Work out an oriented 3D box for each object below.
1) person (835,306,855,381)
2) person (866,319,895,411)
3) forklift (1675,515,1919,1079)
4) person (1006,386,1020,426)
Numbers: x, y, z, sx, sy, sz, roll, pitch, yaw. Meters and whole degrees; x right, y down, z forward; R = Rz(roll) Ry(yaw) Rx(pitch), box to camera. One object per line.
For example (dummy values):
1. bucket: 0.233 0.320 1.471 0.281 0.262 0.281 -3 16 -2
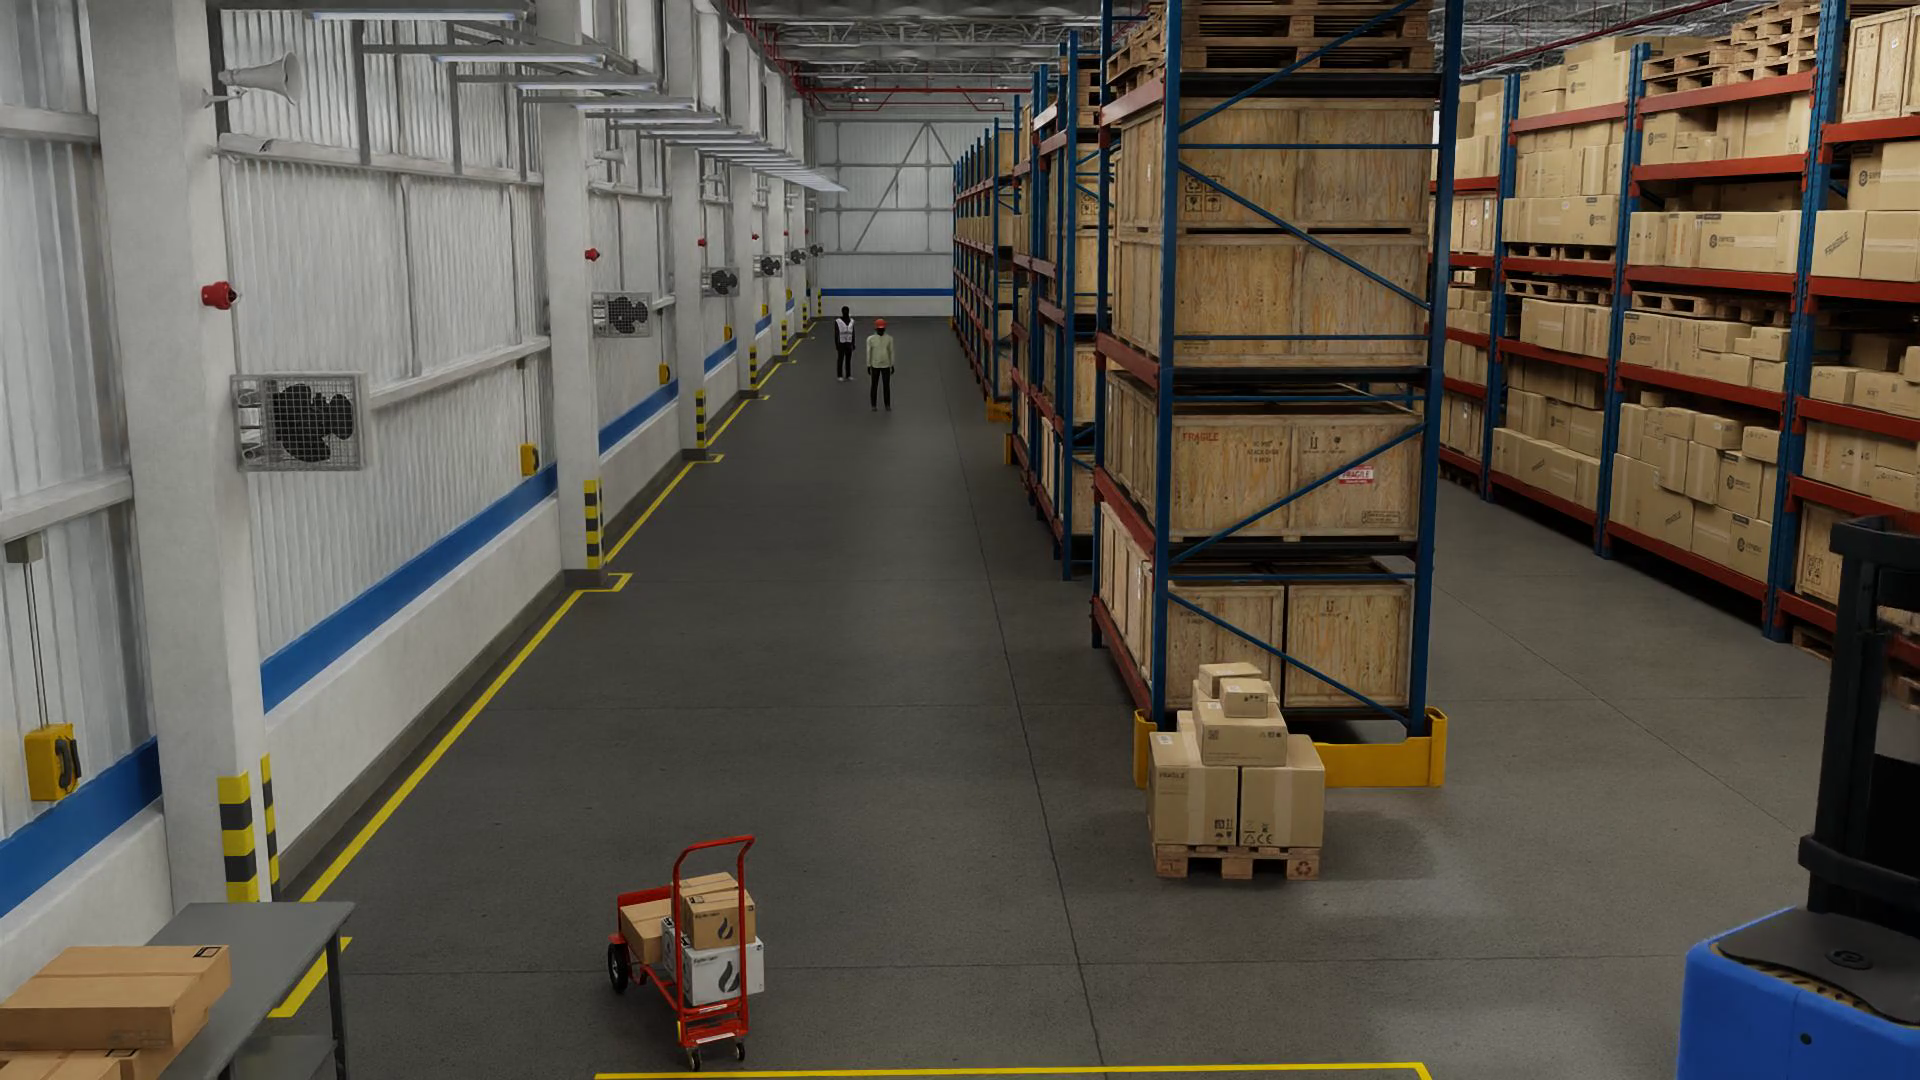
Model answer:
1. person: -2.943 -5.017 42.485 0.589 1.912 0.383 -8 14 -37
2. person: -1.705 -3.748 35.691 0.618 1.986 0.409 -3 11 -14
3. forklift: 4.022 1.332 6.917 1.873 2.768 1.129 -7 13 -33
4. person: 1.221 -3.198 33.059 0.463 1.887 0.670 1 11 3
